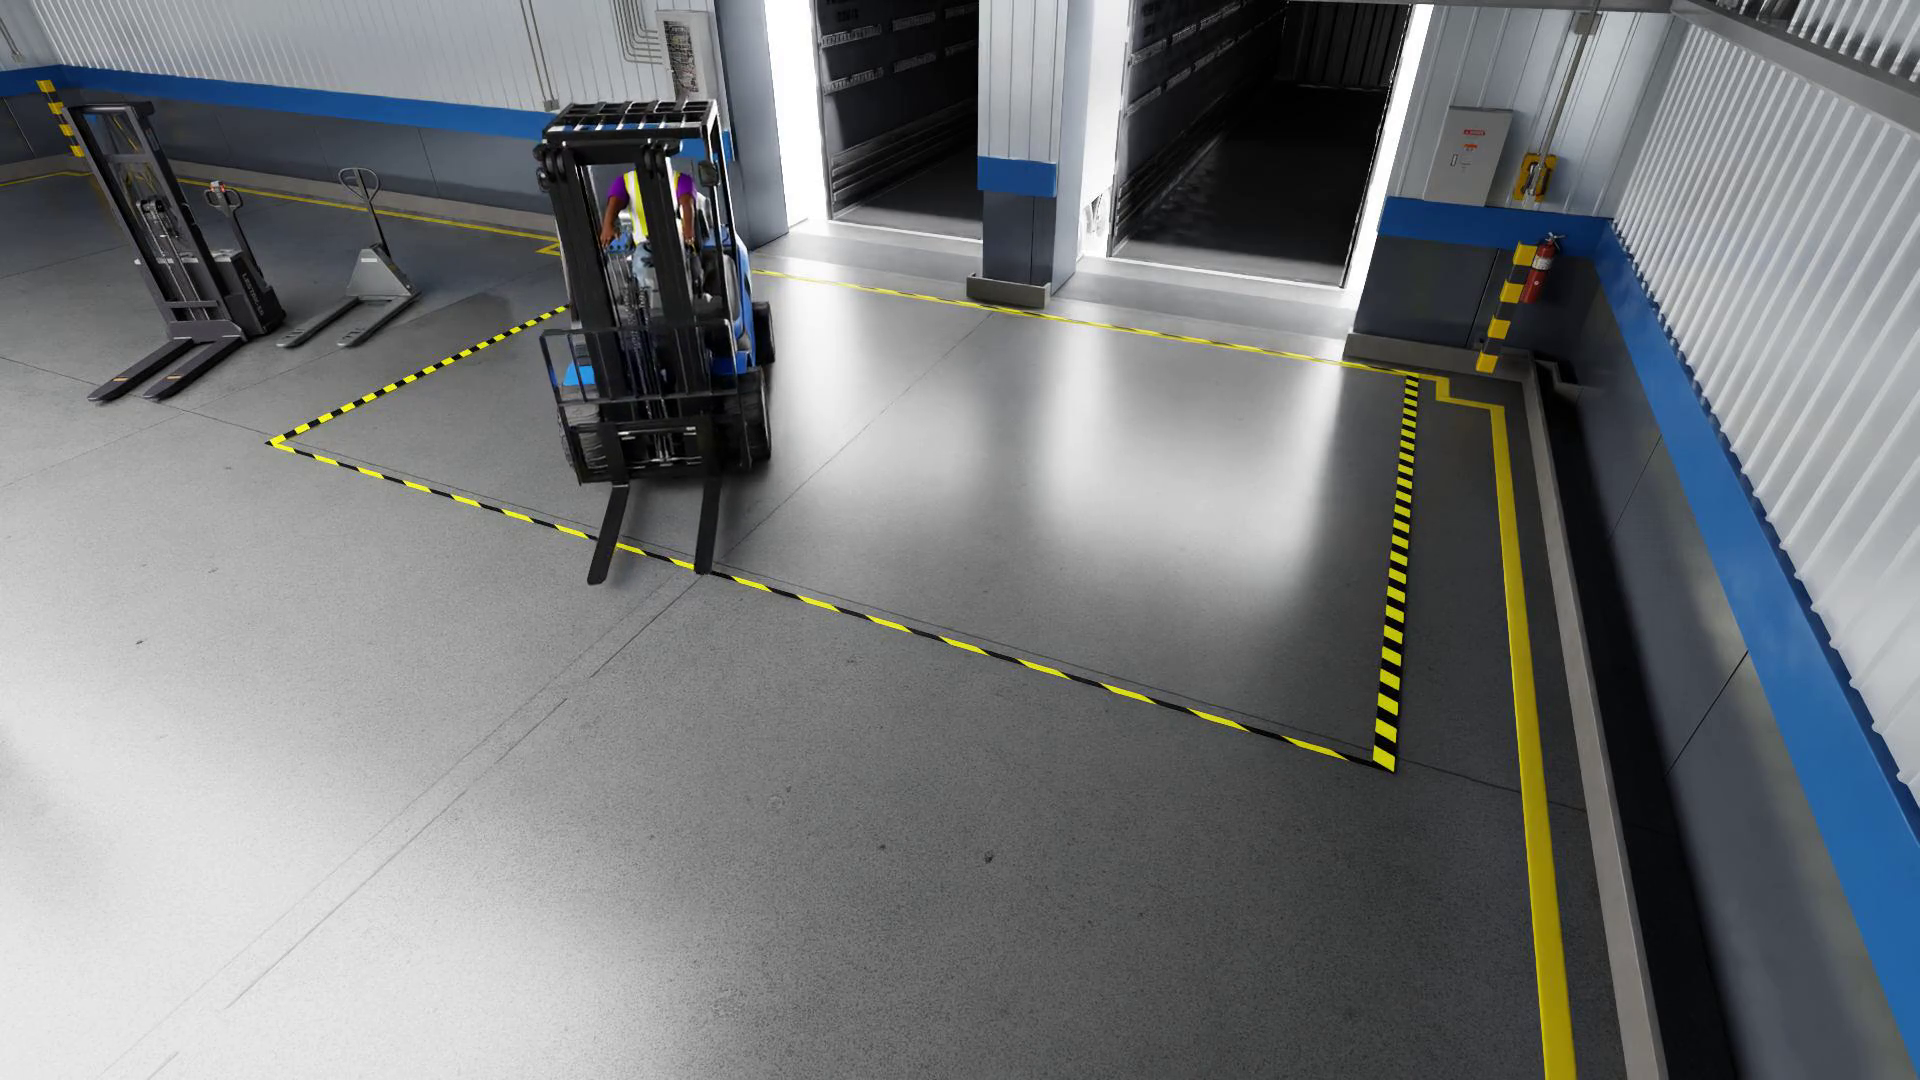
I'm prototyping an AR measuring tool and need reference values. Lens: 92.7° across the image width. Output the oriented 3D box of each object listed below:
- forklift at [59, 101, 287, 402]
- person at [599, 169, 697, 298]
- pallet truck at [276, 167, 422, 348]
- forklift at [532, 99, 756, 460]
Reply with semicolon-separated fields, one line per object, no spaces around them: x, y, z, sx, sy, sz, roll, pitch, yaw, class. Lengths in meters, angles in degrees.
-6.686;-2.387;7.434;0.823;1.965;1.885;-3;35;-5;forklift
-2.135;-2.085;6.365;0.635;1.294;1.004;-5;35;-7;person
-5.732;-2.611;8.414;0.680;1.201;1.601;-1;35;-1;pallet truck
-2.138;-1.966;6.521;1.157;2.036;2.680;-5;35;-7;forklift
